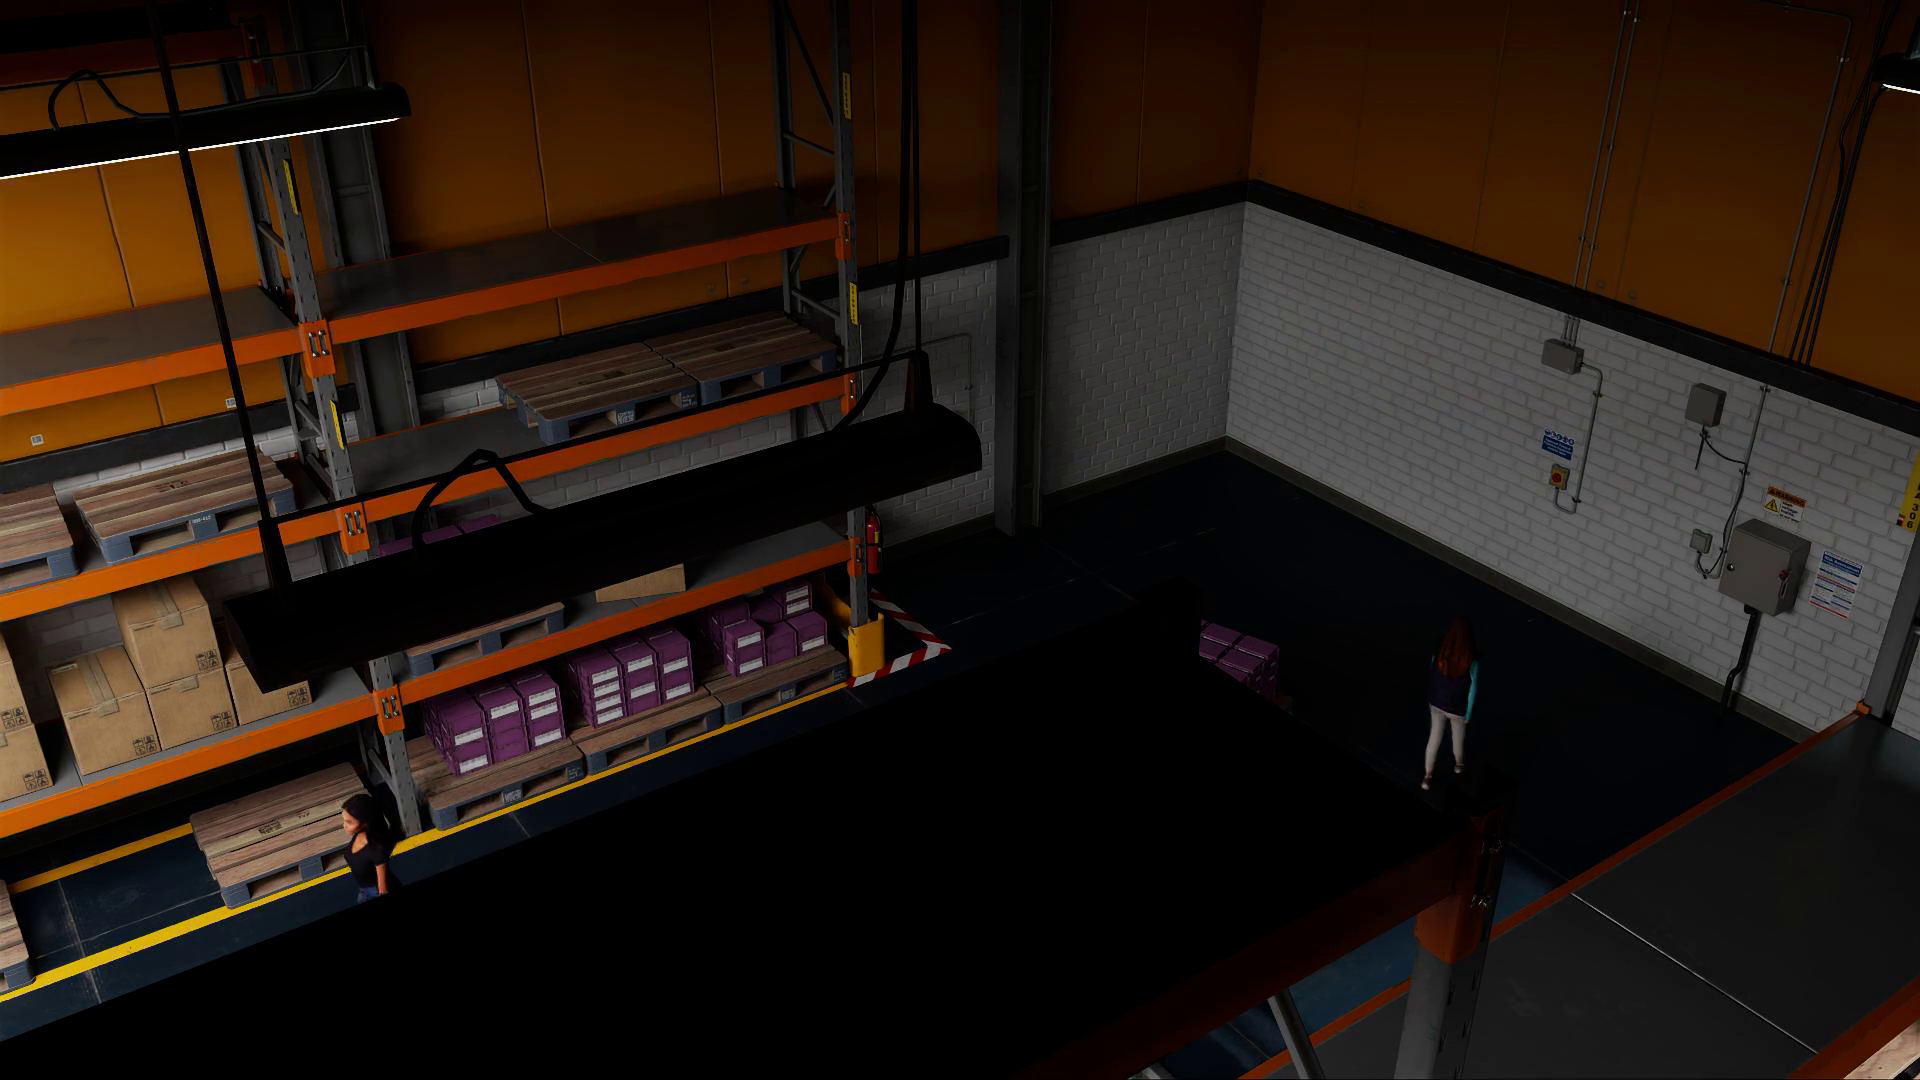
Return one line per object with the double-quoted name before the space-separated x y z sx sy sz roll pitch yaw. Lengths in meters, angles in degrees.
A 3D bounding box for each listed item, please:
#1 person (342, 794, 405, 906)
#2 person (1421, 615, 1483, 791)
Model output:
"person" -3.609 2.292 10.624 0.573 1.730 0.600 -20 34 -32
"person" 3.722 1.268 12.757 0.862 1.485 0.671 -25 37 -38
